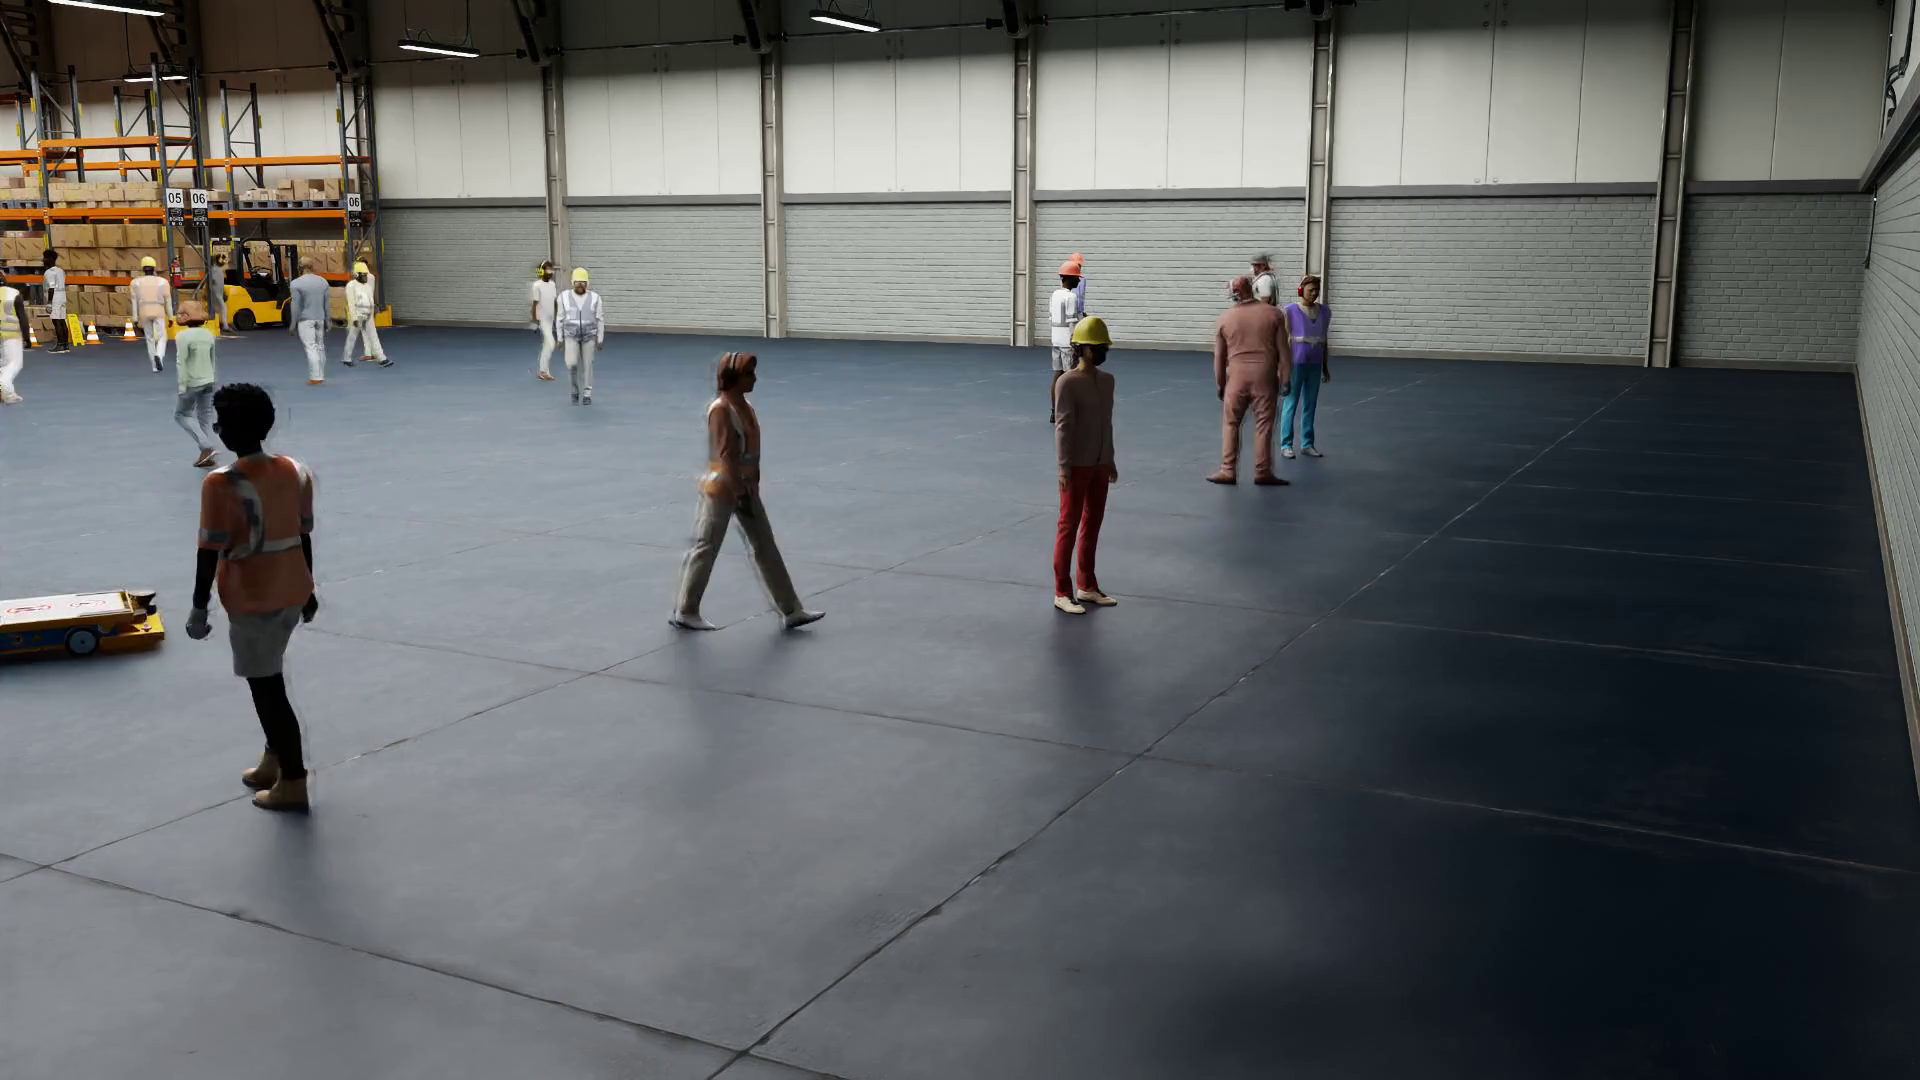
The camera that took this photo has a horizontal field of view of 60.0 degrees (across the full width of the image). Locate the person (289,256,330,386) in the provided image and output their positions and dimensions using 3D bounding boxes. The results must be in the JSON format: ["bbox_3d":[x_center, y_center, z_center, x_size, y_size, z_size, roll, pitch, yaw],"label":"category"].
[{"bbox_3d":[-9.696,-3.253,24.789,0.418,1.939,0.629,6,12,30],"label":"person"}]

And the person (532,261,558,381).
[{"bbox_3d":[-6.334,-3.369,25.648,0.545,1.851,0.538,3,11,18],"label":"person"}]

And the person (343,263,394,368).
[{"bbox_3d":[-10.121,-3.798,28.169,0.957,1.777,0.623,4,11,20],"label":"person"}]

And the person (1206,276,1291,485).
[{"bbox_3d":[2.631,-1.421,14.970,0.728,1.877,0.394,3,11,17],"label":"person"}]

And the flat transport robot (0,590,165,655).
[{"bbox_3d":[-5.112,0.476,8.976,1.431,0.197,0.652,-6,12,-29],"label":"flat transport robot"}]

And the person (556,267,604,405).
[{"bbox_3d":[-5.012,-2.685,21.990,0.625,1.813,0.472,-3,11,-16],"label":"person"}]

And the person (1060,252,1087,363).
[{"bbox_3d":[2.002,-4.039,29.042,0.545,1.941,0.350,-8,13,-37],"label":"person"}]

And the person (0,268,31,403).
[{"bbox_3d":[-12.714,-2.699,22.071,0.631,1.823,0.776,0,10,-3],"label":"person"}]

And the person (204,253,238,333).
[{"bbox_3d":[-17.117,-5.670,38.254,0.784,1.833,0.591,-1,10,-6],"label":"person"}]

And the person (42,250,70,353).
[{"bbox_3d":[-17.307,-4.558,31.804,0.368,1.966,0.602,-1,10,-6],"label":"person"}]

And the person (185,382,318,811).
[{"bbox_3d":[-2.792,0.230,6.488,0.567,1.679,0.537,2,11,12],"label":"person"}]

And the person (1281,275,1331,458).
[{"bbox_3d":[3.475,-1.751,16.830,0.572,1.840,0.373,-4,11,-22],"label":"person"}]

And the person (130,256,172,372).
[{"bbox_3d":[-13.173,-3.669,27.120,0.593,1.906,0.673,-3,11,-18],"label":"person"}]

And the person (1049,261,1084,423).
[{"bbox_3d":[1.282,-2.343,19.809,0.365,1.933,0.551,-5,11,-24],"label":"person"}]

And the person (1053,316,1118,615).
[{"bbox_3d":[0.770,-0.448,9.939,0.317,1.767,0.534,9,14,41],"label":"person"}]

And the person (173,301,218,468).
[{"bbox_3d":[-7.368,-1.488,16.005,0.345,1.617,0.519,3,11,15],"label":"person"}]

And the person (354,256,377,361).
[{"bbox_3d":[-10.641,-4.130,29.741,0.310,1.866,0.533,4,11,20],"label":"person"}]

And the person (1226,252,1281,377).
[{"bbox_3d":[4.648,-3.537,26.030,1.075,2.000,0.695,3,11,14],"label":"person"}]

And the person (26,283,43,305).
[{"bbox_3d":[-24.765,-6.877,44.581,0.392,1.921,0.585,6,12,28],"label":"person"}]

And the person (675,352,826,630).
[{"bbox_3d":[-1.241,-0.256,9.373,0.872,1.591,0.517,3,11,17],"label":"person"}]
